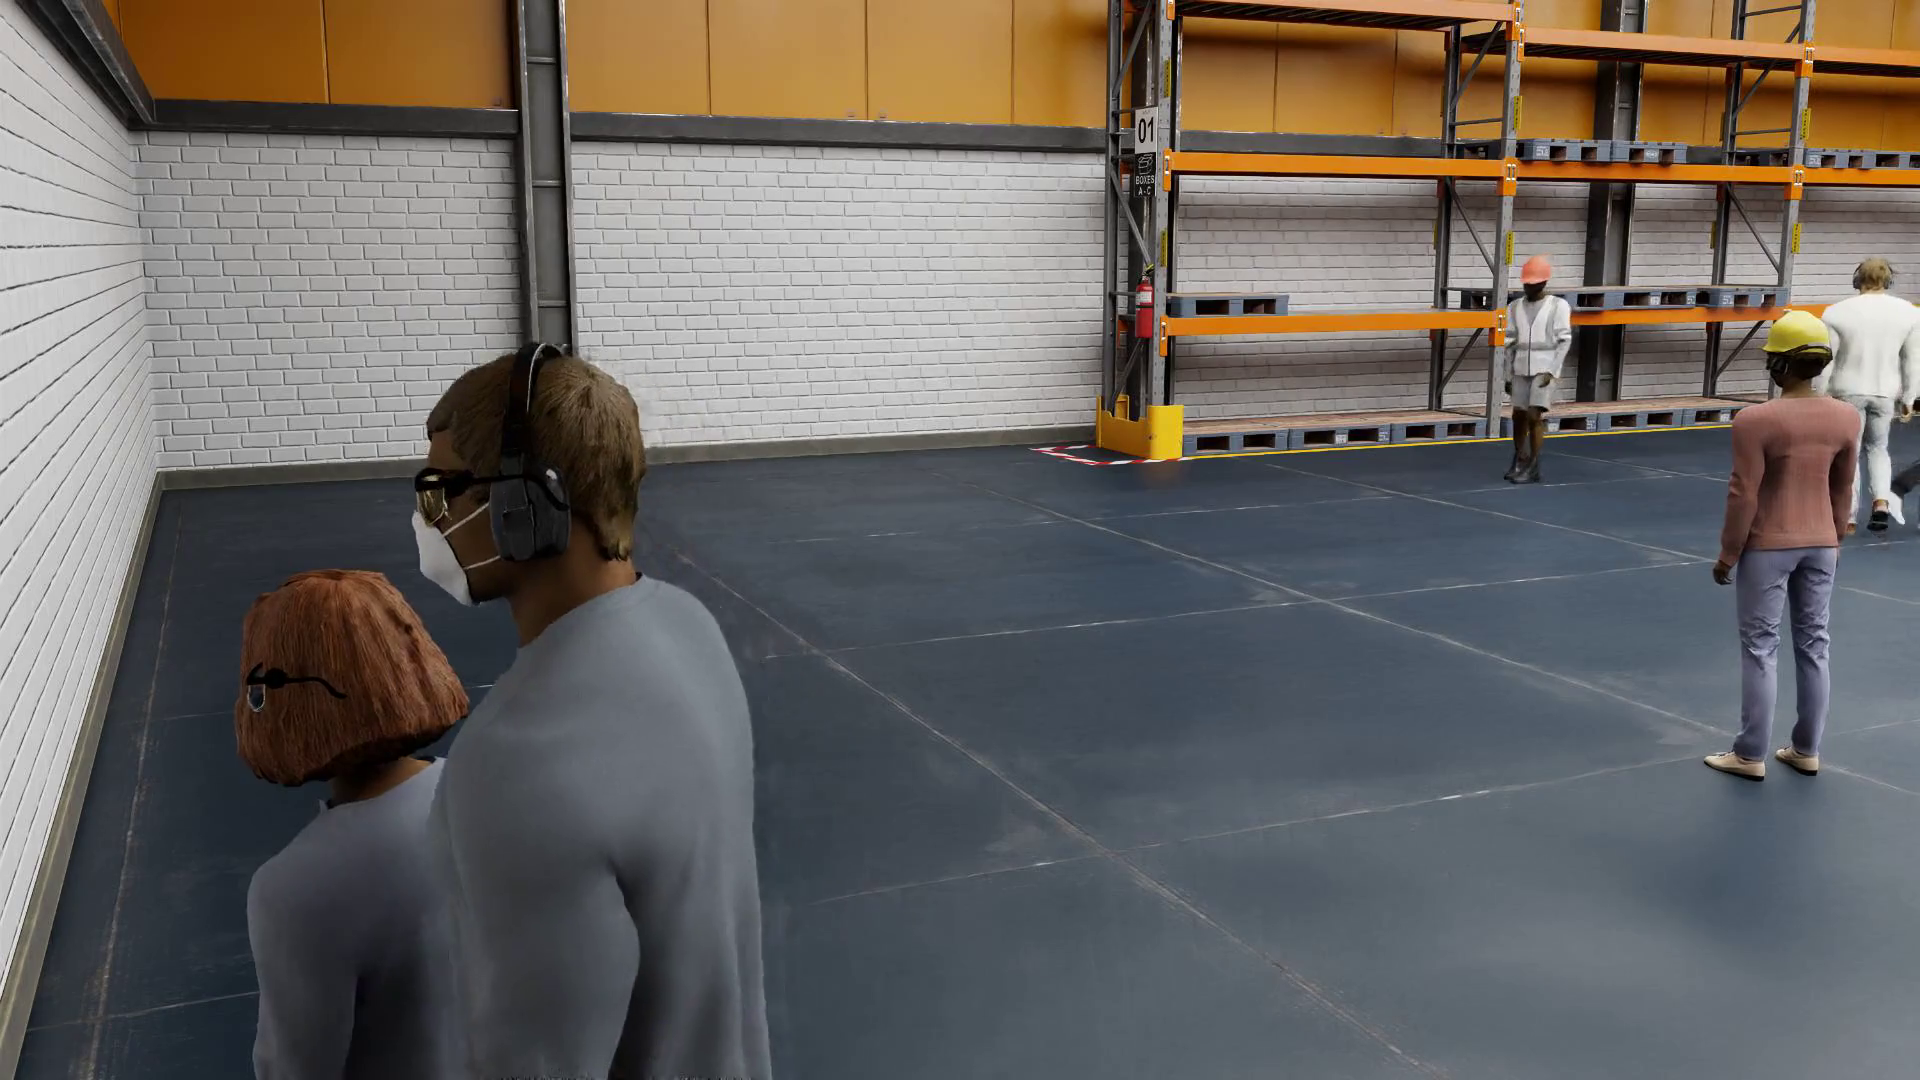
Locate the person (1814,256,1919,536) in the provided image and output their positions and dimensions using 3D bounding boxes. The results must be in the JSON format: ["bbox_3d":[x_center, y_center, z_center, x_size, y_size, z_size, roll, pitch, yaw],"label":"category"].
[{"bbox_3d":[6.207,-0.975,11.416,0.641,1.922,0.448,2,10,11],"label":"person"}]

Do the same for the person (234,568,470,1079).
[{"bbox_3d":[-0.728,0.839,2.147,0.281,1.624,0.494,1,10,7],"label":"person"}]

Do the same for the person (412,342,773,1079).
[{"bbox_3d":[-0.367,0.735,1.900,0.710,1.920,0.658,1,10,5],"label":"person"}]

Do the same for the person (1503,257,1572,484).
[{"bbox_3d":[4.815,-1.403,13.911,0.582,1.887,0.579,-10,14,-44],"label":"person"}]

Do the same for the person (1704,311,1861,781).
[{"bbox_3d":[3.090,0.030,6.258,0.522,1.768,0.312,-2,10,-12],"label":"person"}]

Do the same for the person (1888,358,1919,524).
[{"bbox_3d":[6.798,-0.991,11.568,0.583,1.899,0.598,2,10,12],"label":"person"}]
